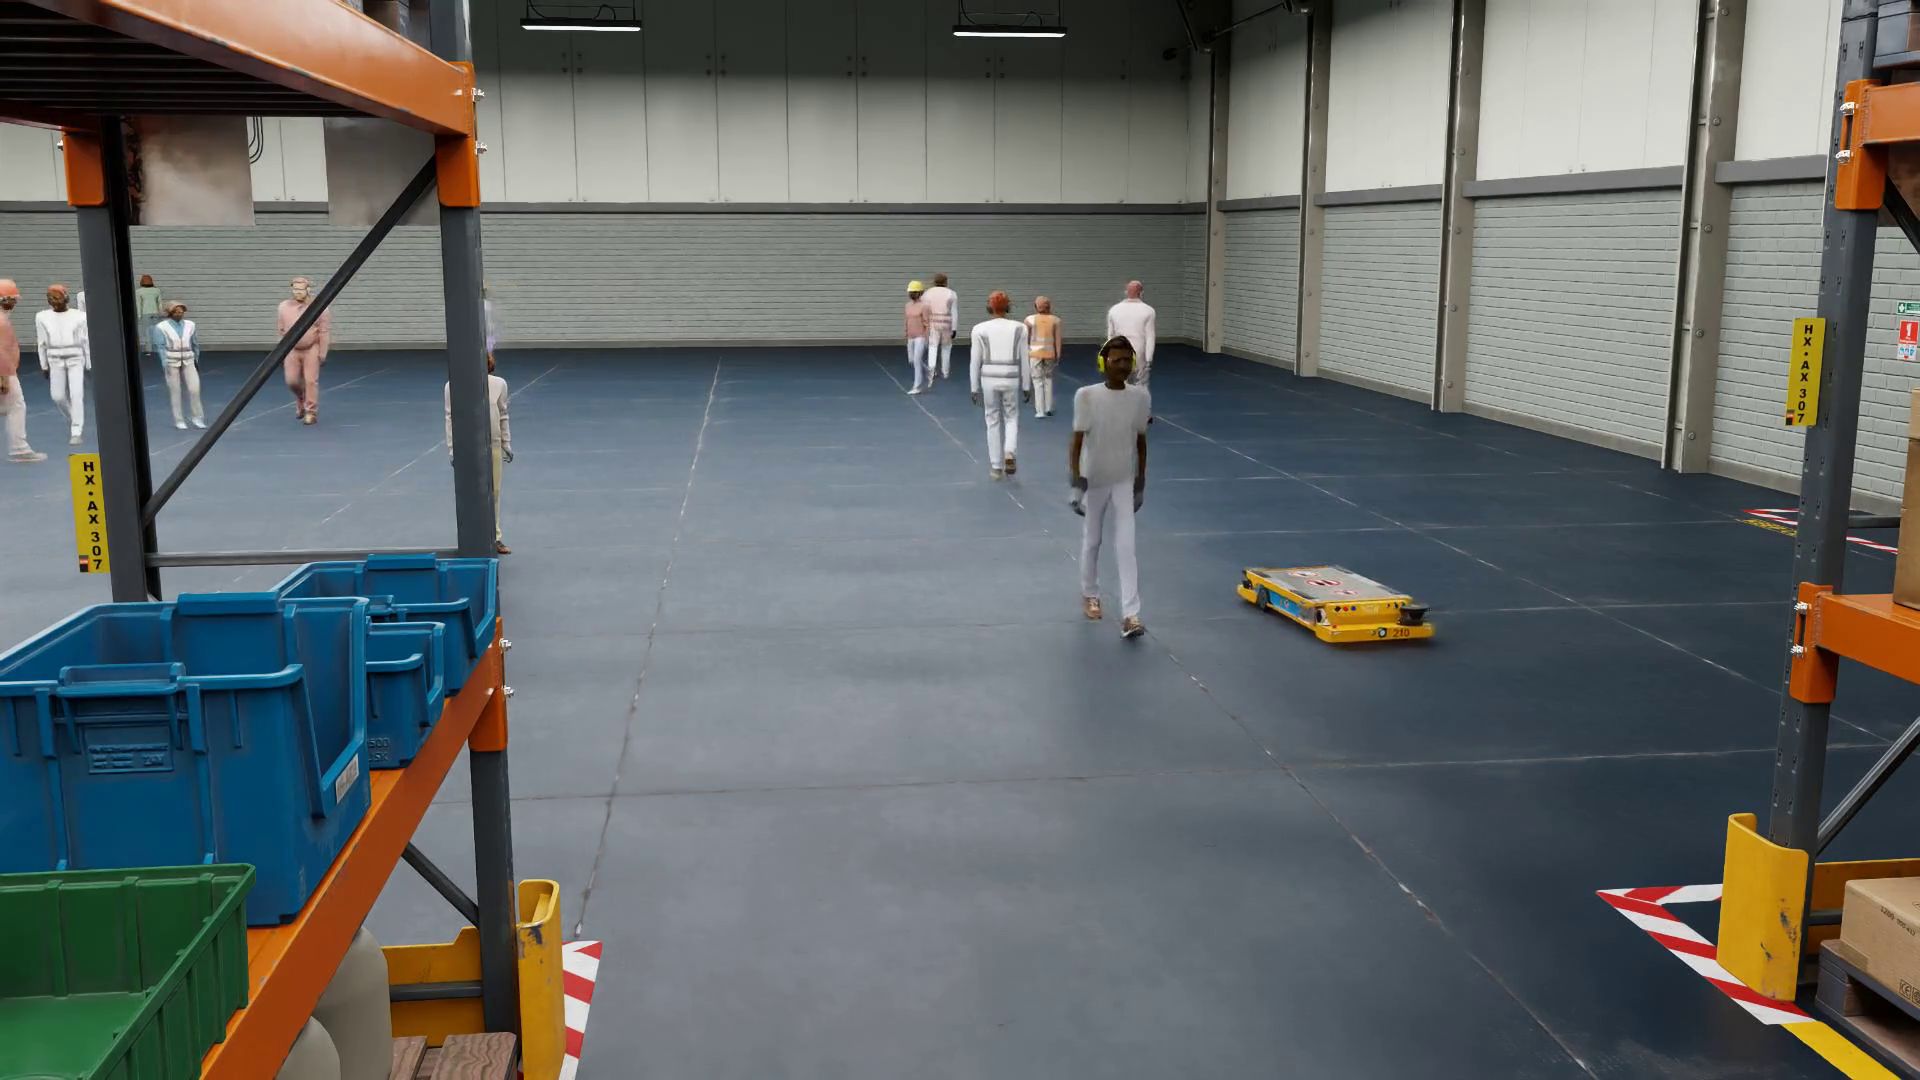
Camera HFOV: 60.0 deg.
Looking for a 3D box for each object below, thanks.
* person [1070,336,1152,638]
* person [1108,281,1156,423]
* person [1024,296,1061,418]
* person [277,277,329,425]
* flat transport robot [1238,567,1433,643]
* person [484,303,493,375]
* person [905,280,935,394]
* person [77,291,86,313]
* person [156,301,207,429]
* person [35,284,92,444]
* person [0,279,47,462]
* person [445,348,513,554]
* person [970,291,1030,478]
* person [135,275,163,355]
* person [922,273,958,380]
[{"bbox_3d":[0.912,-0.338,10.164,0.529,1.812,1.022,-1,10,-5],"label":"person"},{"bbox_3d":[2.173,-2.352,21.098,0.660,1.857,1.029,5,11,25],"label":"person"},{"bbox_3d":[1.070,-2.442,22.220,0.518,1.619,0.581,-2,11,-13],"label":"person"},{"bbox_3d":[-8.433,-2.425,21.385,0.657,1.885,0.463,-1,10,-7],"label":"person"},{"bbox_3d":[2.327,0.378,10.455,0.652,0.197,1.431,-2,11,-13],"label":"flat transport robot"},{"bbox_3d":[-6.284,-2.440,21.411,0.648,1.904,0.602,-8,13,-38],"label":"person"},{"bbox_3d":[-0.607,-3.127,25.640,0.642,1.750,0.529,-10,14,-44],"label":"person"},{"bbox_3d":[-15.399,-3.870,29.641,0.533,1.767,0.325,-3,11,-18],"label":"person"},{"bbox_3d":[-9.705,-2.170,20.746,0.520,1.618,0.611,-10,14,-43],"label":"person"},{"bbox_3d":[-10.448,-2.065,19.472,0.580,1.869,0.596,-3,11,-17],"label":"person"},{"bbox_3d":[-10.236,-1.766,17.580,0.818,1.958,0.660,-9,13,-40],"label":"person"},{"bbox_3d":[-3.615,-0.682,12.529,0.508,1.632,0.264,-9,14,-41],"label":"person"},{"bbox_3d":[0.394,-1.540,16.572,0.607,1.869,0.440,-1,10,-5],"label":"person"},{"bbox_3d":[-16.546,-4.594,33.976,0.498,1.633,0.285,-9,14,-41],"label":"person"},{"bbox_3d":[-0.347,-3.611,28.123,0.623,1.811,0.920,1,10,6],"label":"person"}]
